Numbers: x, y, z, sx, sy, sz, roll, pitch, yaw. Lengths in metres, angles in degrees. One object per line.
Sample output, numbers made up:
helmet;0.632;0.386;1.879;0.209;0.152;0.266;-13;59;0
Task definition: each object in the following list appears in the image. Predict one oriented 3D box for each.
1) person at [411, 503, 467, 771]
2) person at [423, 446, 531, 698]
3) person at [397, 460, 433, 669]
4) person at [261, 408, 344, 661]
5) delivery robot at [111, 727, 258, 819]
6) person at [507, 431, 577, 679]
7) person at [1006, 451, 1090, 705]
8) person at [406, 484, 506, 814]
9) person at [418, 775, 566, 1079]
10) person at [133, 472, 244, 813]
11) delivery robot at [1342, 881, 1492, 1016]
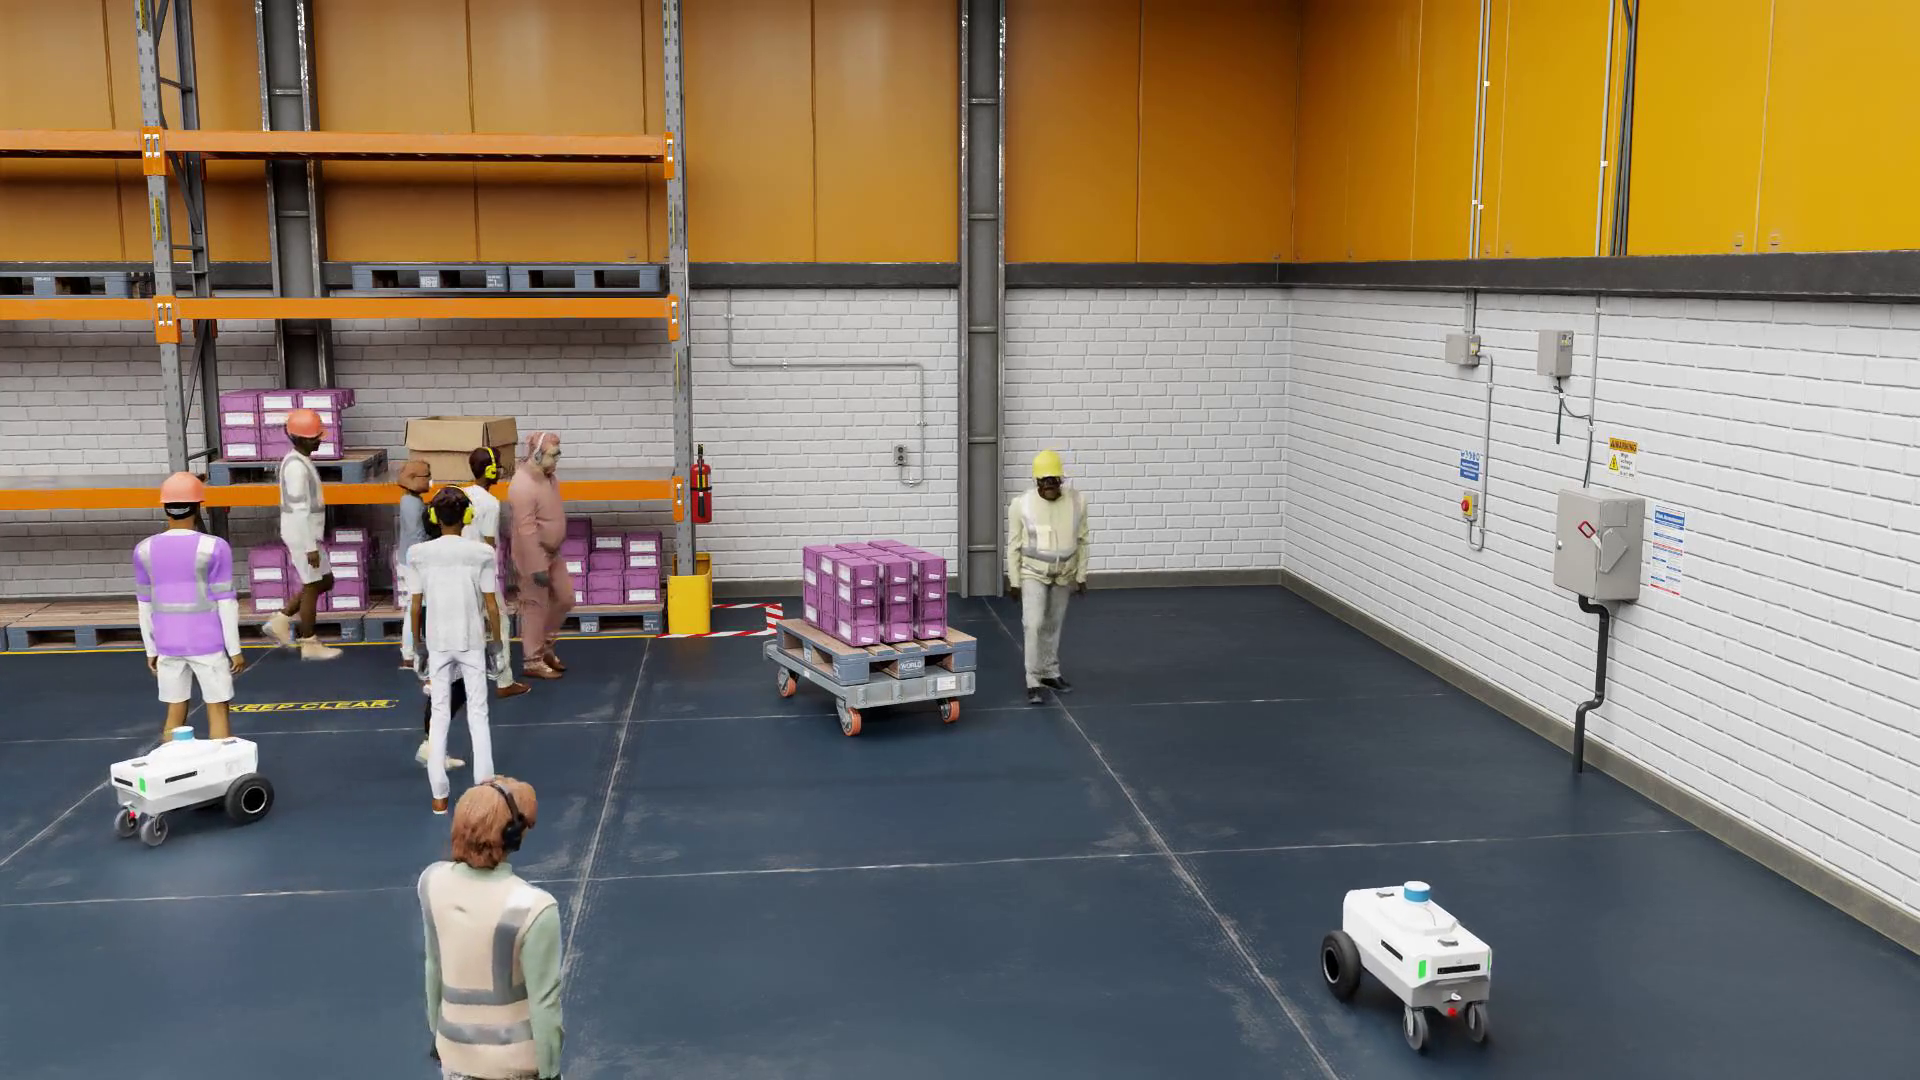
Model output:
person;-3.128;0.586;10.085;0.389;1.677;0.535;-2;9;-10
person;-3.448;0.264;11.677;0.528;1.830;0.799;7;11;36
person;-4.148;0.191;12.739;0.375;1.618;0.522;-3;10;-19
person;-5.093;-0.025;12.859;0.529;2.008;0.631;-3;10;-18
delivery robot;-4.221;1.263;9.070;0.477;0.478;0.707;6;11;35
person;-3.102;0.124;12.338;0.424;1.882;0.672;1;9;6
person;0.631;0.253;11.831;0.601;1.796;0.624;-3;10;-17
person;-2.817;0.616;9.347;0.510;1.860;0.315;-1;9;-6
person;-1.359;1.474;4.722;0.523;1.616;0.658;4;10;26
person;-4.329;0.577;9.386;0.551;1.927;0.390;0;9;2
delivery robot;1.848;1.633;6.759;0.477;0.478;0.707;-2;9;-13
